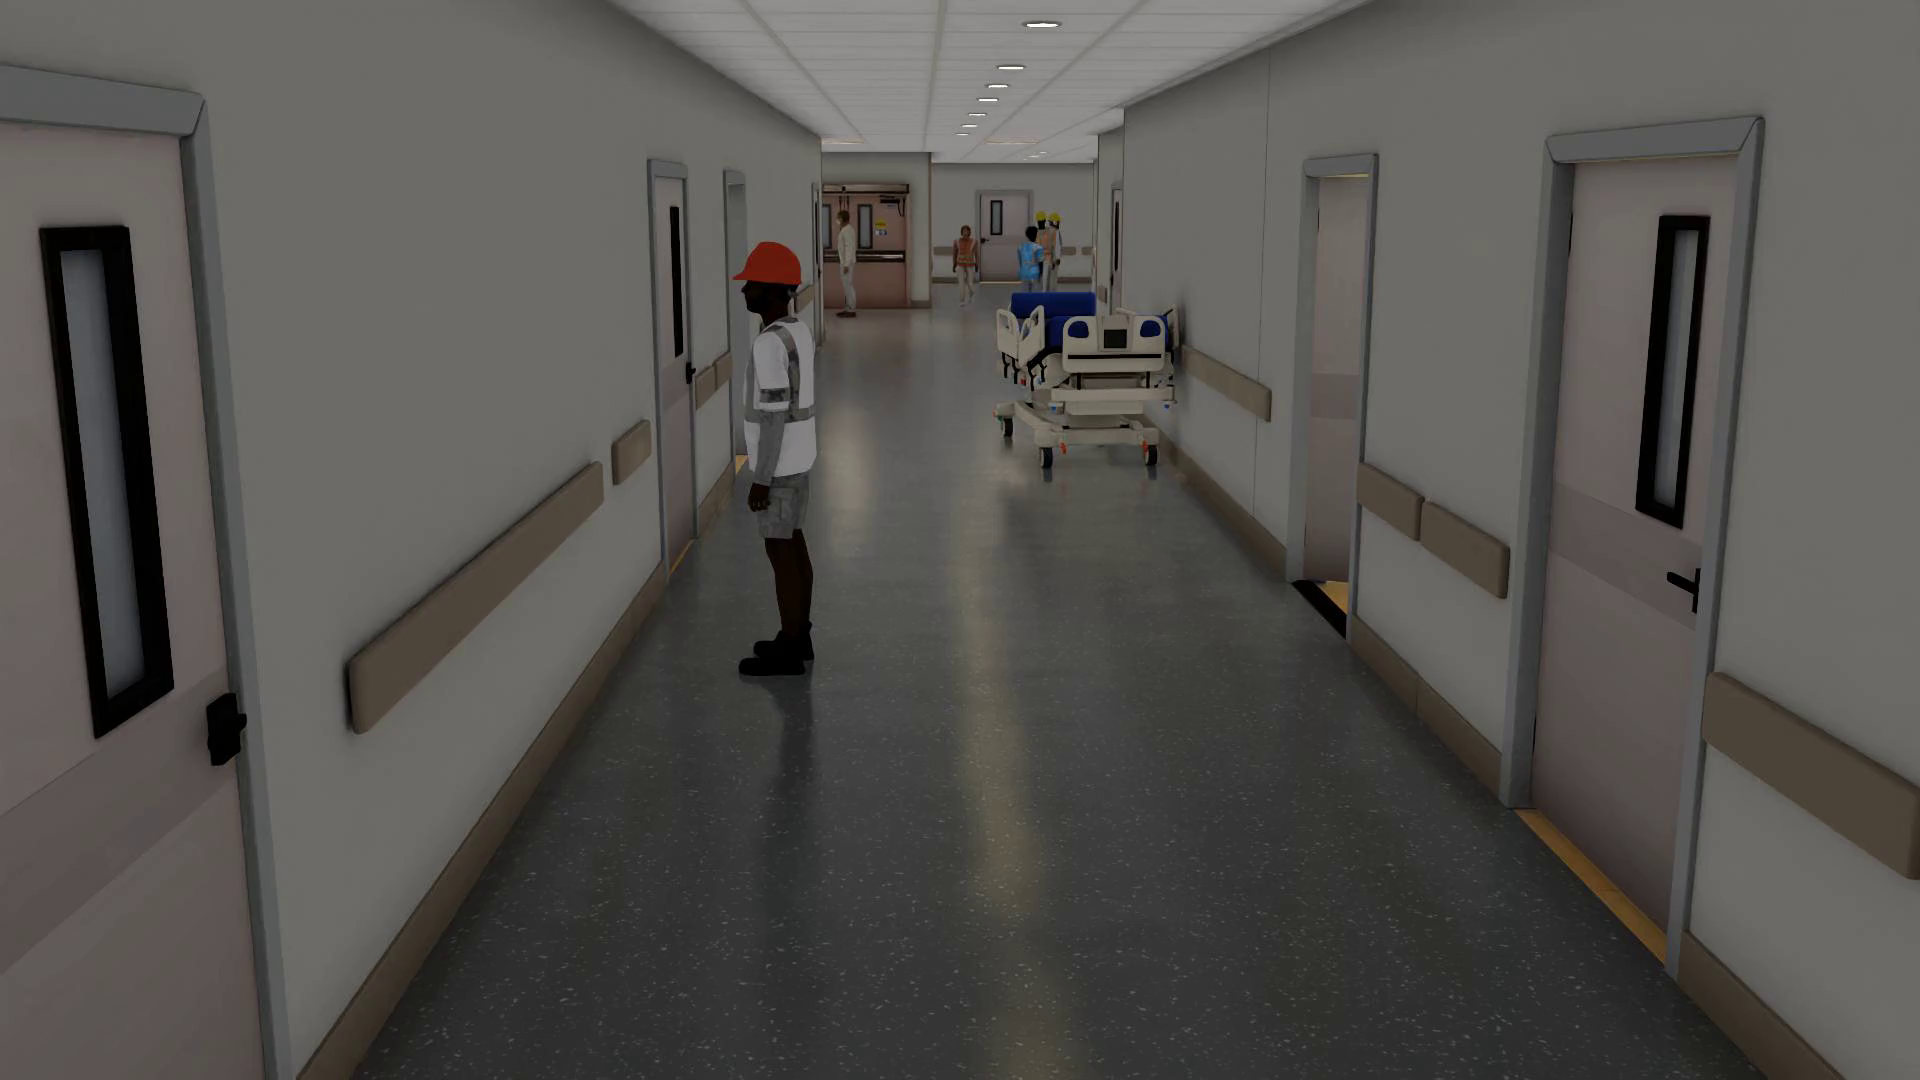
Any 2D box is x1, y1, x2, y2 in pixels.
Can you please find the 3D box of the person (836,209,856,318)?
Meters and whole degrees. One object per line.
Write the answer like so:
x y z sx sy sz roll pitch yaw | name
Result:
-2.057 -4.995 30.087 0.356 1.936 0.635 -1 12 -6 | person

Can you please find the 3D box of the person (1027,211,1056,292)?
1.649 -5.708 33.677 0.595 1.897 0.852 3 12 13 | person

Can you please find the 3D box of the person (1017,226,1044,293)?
1.205 -4.480 28.211 0.563 1.689 0.370 8 14 34 | person

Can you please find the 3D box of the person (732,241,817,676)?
-0.830 -0.354 7.476 0.354 1.939 0.544 2 12 8 | person

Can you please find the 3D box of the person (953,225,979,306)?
0.124 -5.526 33.465 0.530 1.621 0.588 1 12 4 | person

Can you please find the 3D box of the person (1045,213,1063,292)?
1.998 -6.078 35.622 0.404 1.830 0.601 -6 13 -25 | person
